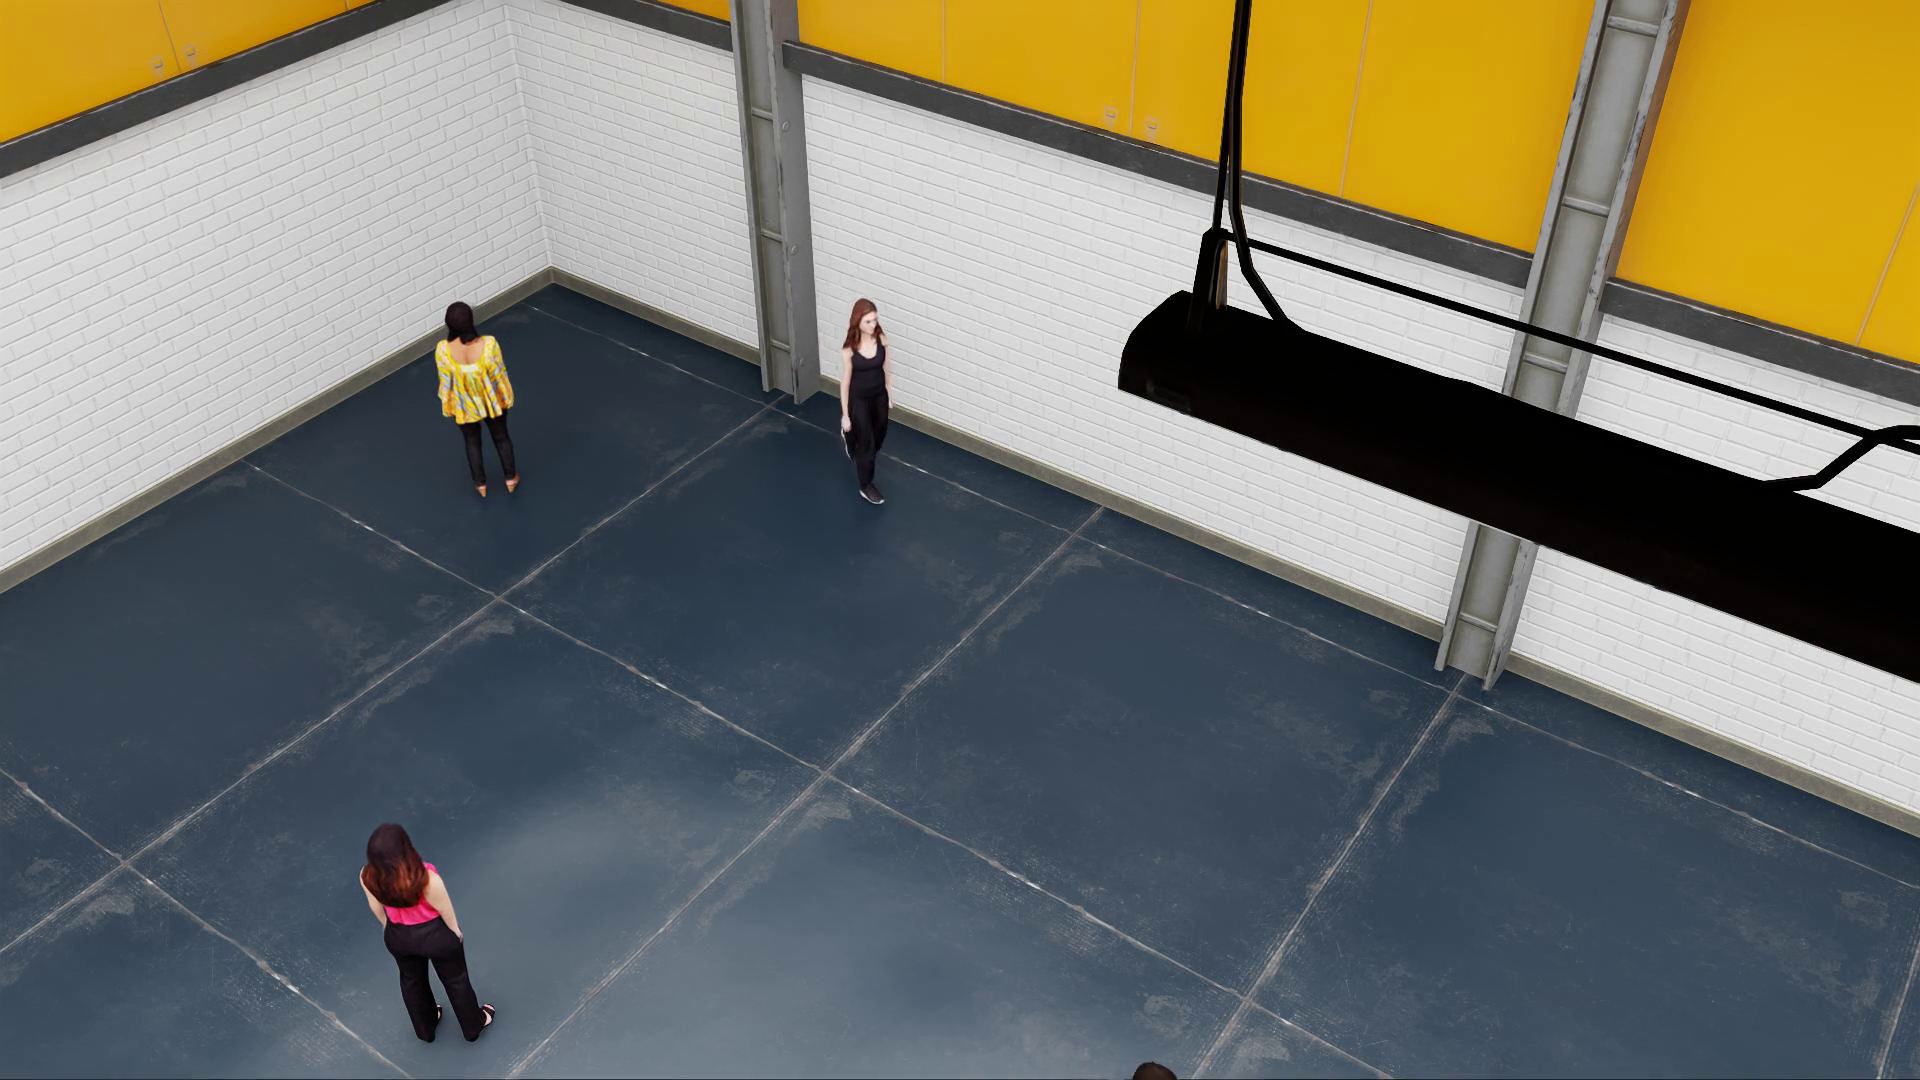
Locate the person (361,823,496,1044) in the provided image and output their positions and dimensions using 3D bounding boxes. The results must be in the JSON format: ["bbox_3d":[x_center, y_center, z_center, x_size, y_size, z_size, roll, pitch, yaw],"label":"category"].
[{"bbox_3d":[-2.775,2.035,8.601,0.614,1.653,0.720,3,39,4],"label":"person"}]

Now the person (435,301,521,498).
[{"bbox_3d":[-3.605,-1.038,12.448,0.885,1.654,0.941,-10,40,-12],"label":"person"}]

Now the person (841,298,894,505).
[{"bbox_3d":[-0.752,-1.092,12.462,0.809,1.721,0.997,-20,43,-23],"label":"person"}]
